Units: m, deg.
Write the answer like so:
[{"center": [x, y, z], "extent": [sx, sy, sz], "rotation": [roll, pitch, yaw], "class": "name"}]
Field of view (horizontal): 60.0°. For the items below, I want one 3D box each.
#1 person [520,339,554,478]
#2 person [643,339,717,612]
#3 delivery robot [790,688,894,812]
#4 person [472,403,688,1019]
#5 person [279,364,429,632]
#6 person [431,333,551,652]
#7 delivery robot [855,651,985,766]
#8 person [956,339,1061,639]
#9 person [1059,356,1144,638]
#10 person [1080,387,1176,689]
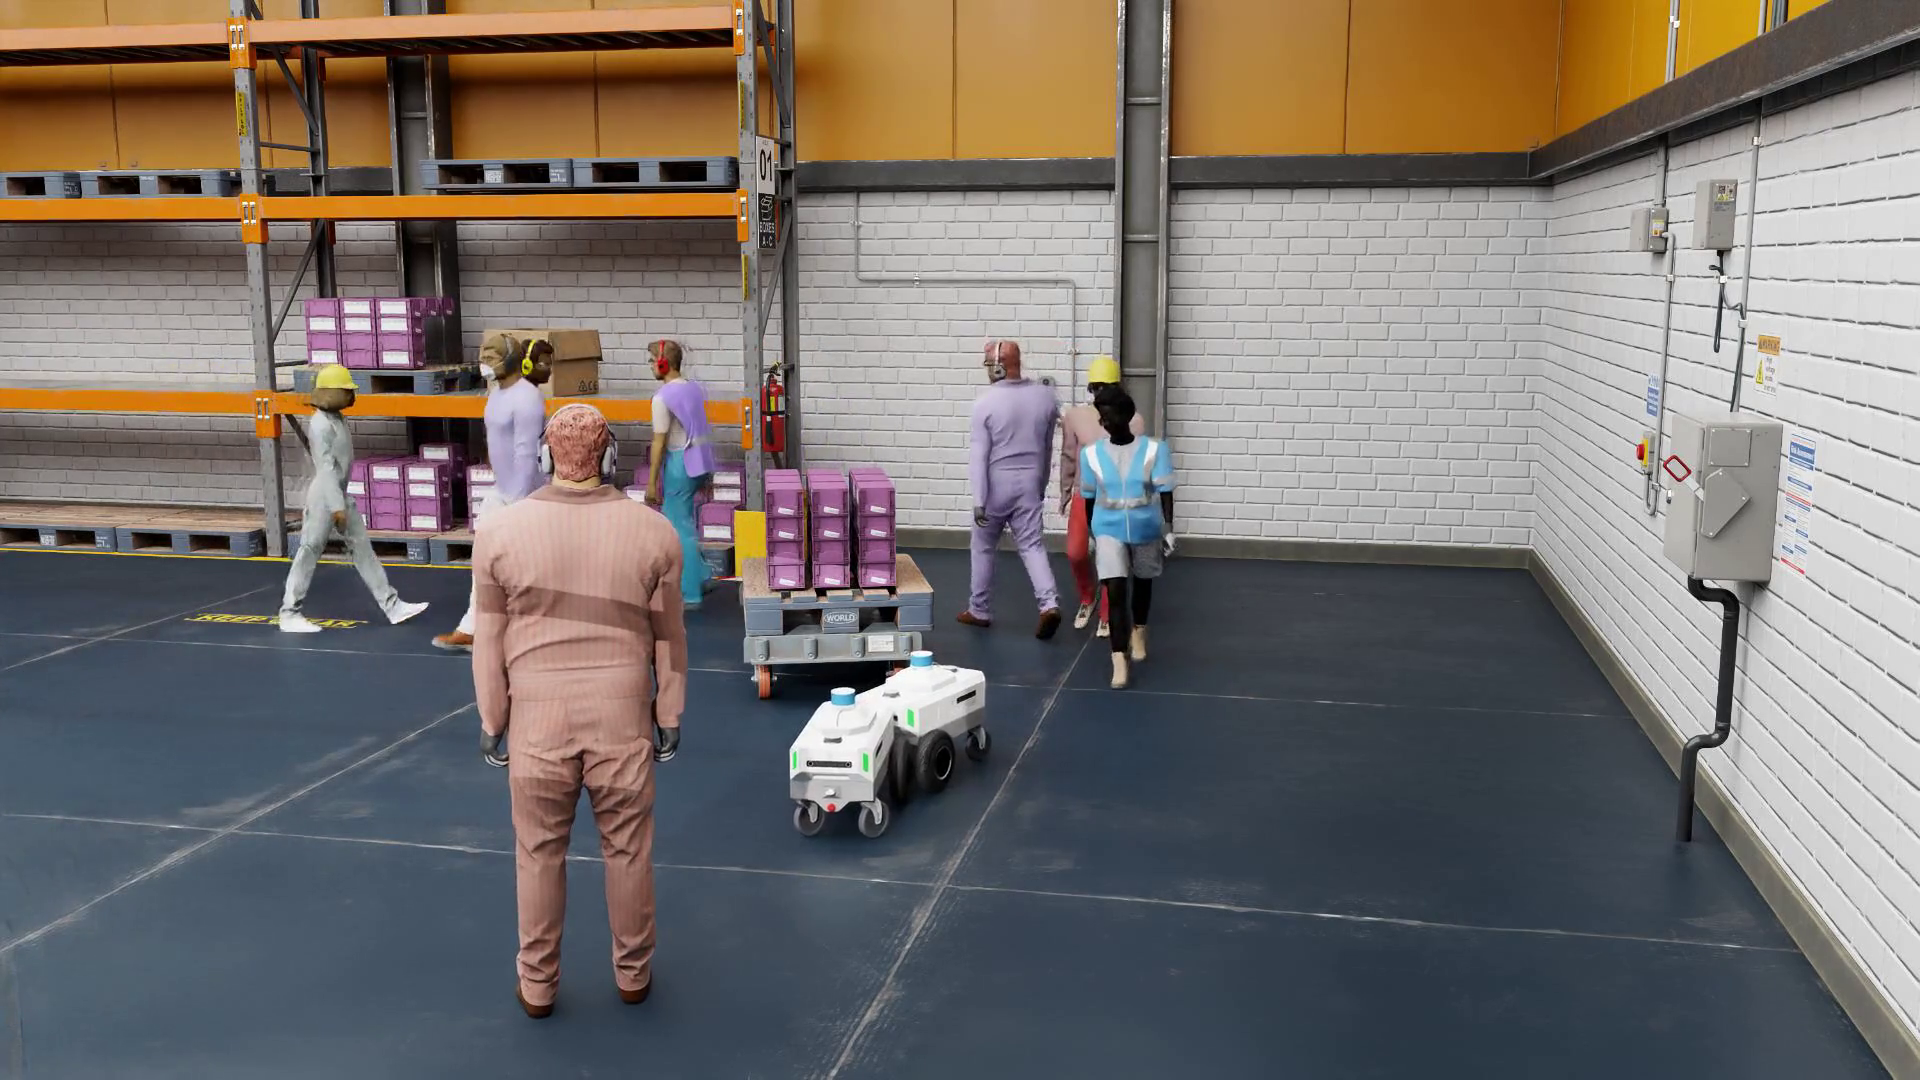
[{"center": [-2.674, -0.356, 10.635], "extent": [0.636, 1.842, 0.545], "rotation": [1, 9, 4], "class": "person"}, {"center": [-1.861, -0.415, 11.048], "extent": [0.453, 1.823, 0.565], "rotation": [2, 10, 12], "class": "person"}, {"center": [-0.484, 0.859, 6.917], "extent": [0.477, 0.478, 0.707], "rotation": [1, 9, 6], "class": "delivery robot"}, {"center": [-1.173, 0.527, 5.175], "extent": [0.647, 1.901, 0.402], "rotation": [-3, 10, -16], "class": "person"}, {"center": [-3.895, -0.254, 10.480], "extent": [0.922, 1.690, 0.513], "rotation": [-1, 9, -4], "class": "person"}, {"center": [-2.736, -0.248, 9.785], "extent": [0.900, 1.907, 0.661], "rotation": [-7, 11, -35], "class": "person"}, {"center": [-0.175, 0.749, 7.580], "extent": [0.477, 0.478, 0.707], "rotation": [5, 11, 29], "class": "delivery robot"}, {"center": [0.317, -0.322, 10.384], "extent": [0.643, 1.859, 0.898], "rotation": [-5, 10, -25], "class": "person"}, {"center": [0.875, -0.263, 10.324], "extent": [0.544, 1.754, 0.364], "rotation": [2, 10, 14], "class": "person"}, {"center": [0.945, -0.051, 9.405], "extent": [0.534, 1.647, 0.897], "rotation": [1, 9, 5], "class": "person"}]
